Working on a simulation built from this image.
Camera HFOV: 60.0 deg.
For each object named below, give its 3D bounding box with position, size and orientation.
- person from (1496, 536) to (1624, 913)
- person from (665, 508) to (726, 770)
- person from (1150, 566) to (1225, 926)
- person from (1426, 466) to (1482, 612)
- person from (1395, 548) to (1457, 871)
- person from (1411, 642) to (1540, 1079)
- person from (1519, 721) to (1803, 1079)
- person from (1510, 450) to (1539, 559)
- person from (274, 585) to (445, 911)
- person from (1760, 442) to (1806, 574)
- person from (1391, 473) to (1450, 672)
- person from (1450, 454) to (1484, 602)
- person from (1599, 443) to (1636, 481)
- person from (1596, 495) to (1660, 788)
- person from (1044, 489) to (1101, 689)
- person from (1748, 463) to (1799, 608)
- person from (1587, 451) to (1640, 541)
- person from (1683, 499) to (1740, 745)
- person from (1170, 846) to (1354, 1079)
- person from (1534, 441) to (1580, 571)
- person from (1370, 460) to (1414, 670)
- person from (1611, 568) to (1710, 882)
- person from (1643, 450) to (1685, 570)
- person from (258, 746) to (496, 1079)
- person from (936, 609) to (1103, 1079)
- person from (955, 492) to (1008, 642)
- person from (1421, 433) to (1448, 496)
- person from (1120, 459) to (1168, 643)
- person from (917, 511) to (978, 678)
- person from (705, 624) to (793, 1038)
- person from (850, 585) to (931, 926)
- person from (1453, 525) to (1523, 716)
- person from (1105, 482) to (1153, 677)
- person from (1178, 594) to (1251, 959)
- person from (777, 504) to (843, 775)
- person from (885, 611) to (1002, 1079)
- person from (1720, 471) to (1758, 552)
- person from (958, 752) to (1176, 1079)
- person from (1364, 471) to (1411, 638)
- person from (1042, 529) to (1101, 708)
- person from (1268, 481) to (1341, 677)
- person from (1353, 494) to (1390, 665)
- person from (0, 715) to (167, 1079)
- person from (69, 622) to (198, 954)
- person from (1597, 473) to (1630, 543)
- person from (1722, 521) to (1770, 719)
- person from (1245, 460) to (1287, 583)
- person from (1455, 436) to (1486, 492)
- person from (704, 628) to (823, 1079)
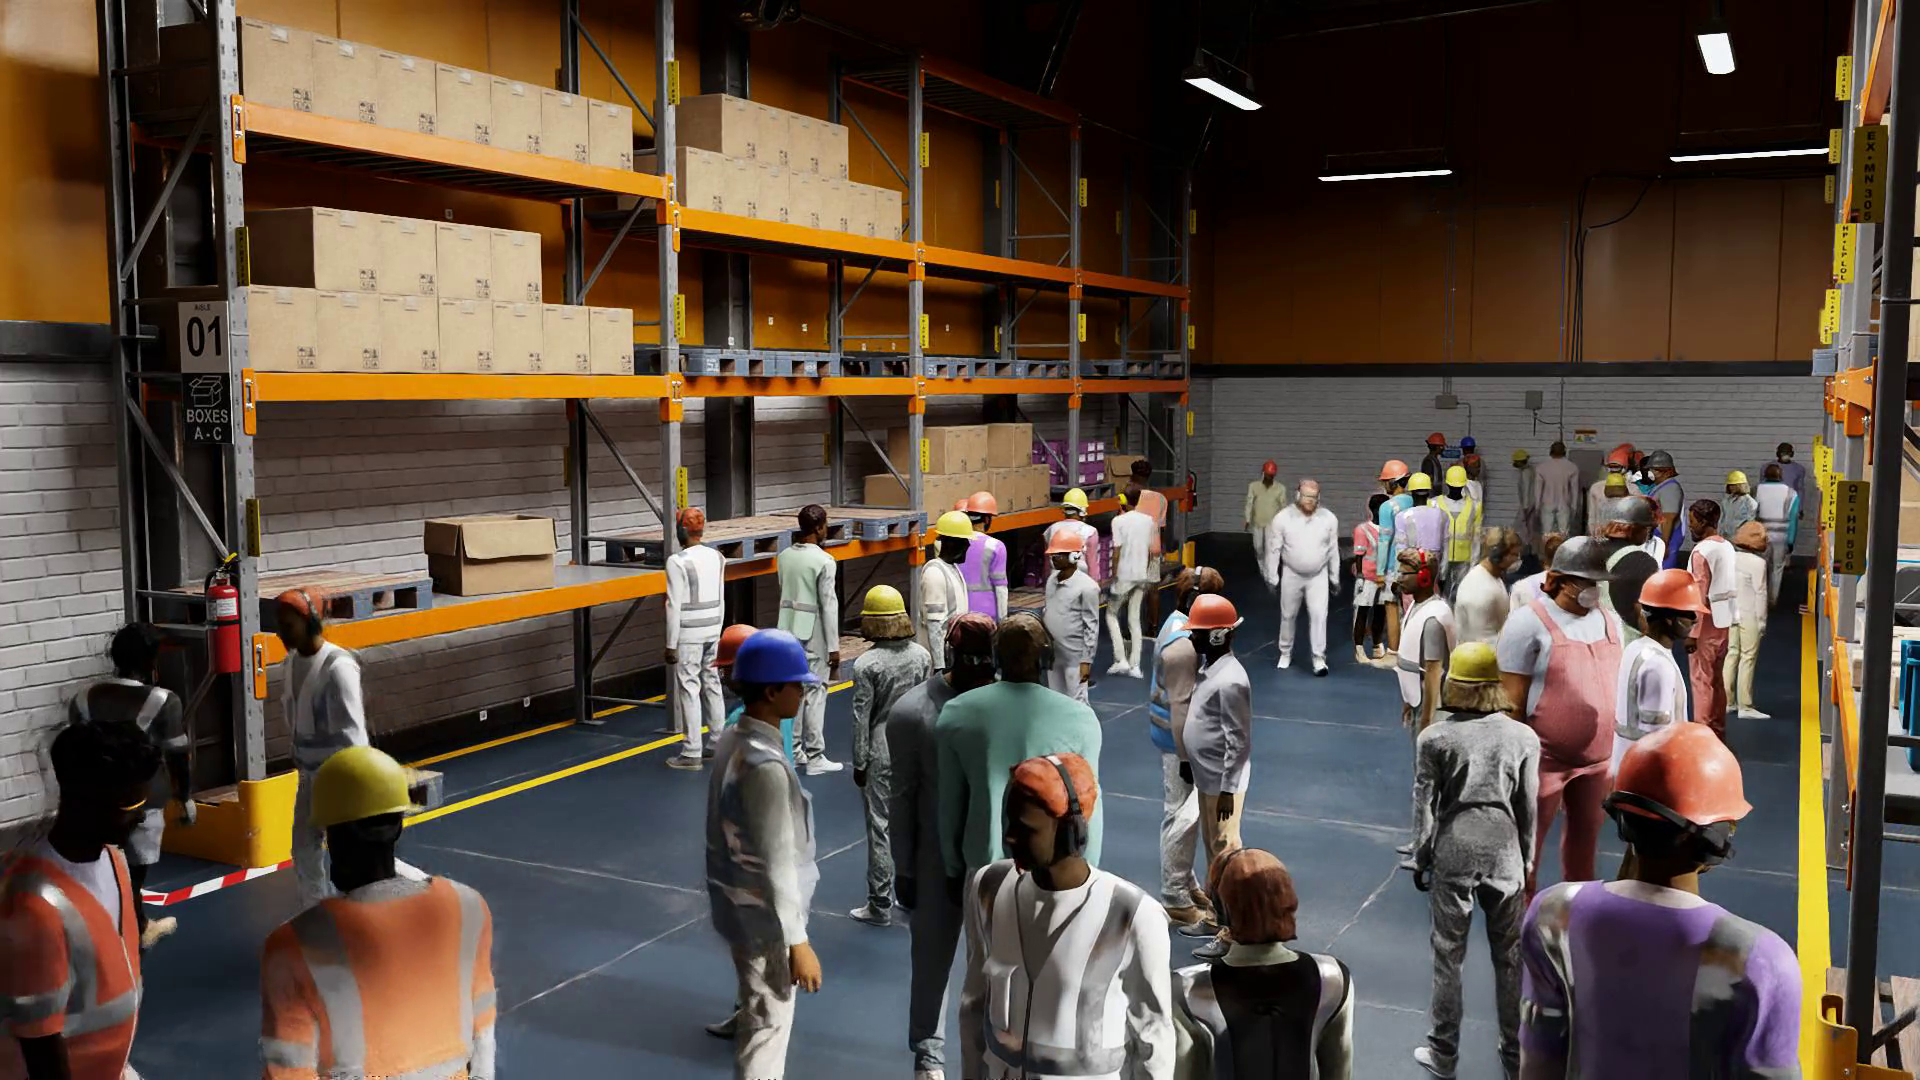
[{"bbox_3d":[3.012,0.974,8.193,0.686,2.000,0.535,-2,6,-16],"label":"person"},{"bbox_3d":[-1.903,0.705,11.984,0.350,1.876,0.575,3,6,30],"label":"person"},{"bbox_3d":[1.194,1.046,8.550,0.429,1.836,0.631,1,5,13],"label":"person"},{"bbox_3d":[5.157,0.178,17.405,0.586,1.920,0.379,1,5,10],"label":"person"},{"bbox_3d":[2.674,0.960,9.482,0.398,1.836,0.562,1,5,10],"label":"person"},{"bbox_3d":[2.052,1.274,6.656,0.497,1.732,0.384,0,5,4],"label":"person"},{"bbox_3d":[1.501,1.403,3.564,0.382,2.045,0.605,-4,7,-40],"label":"person"},{"bbox_3d":[8.902,-0.553,26.252,0.536,1.733,0.552,2,6,18],"label":"person"},{"bbox_3d":[-2.879,1.104,7.901,0.587,1.850,0.768,4,7,39],"label":"person"},{"bbox_3d":[11.936,-0.459,24.168,0.635,1.936,0.353,0,5,5],"label":"person"},{"bbox_3d":[4.367,0.321,15.835,0.594,1.923,0.372,-2,6,-19],"label":"person"},{"bbox_3d":[6.421,-0.140,21.017,0.584,1.882,0.337,-5,7,-41],"label":"person"},{"bbox_3d":[9.076,-0.367,23.045,0.475,1.963,0.653,-2,6,-22],"label":"person"},{"bbox_3d":[4.479,0.695,11.200,0.552,2.000,0.702,-2,6,-25],"label":"person"},{"bbox_3d":[1.028,0.449,15.057,0.590,1.823,0.407,5,7,42],"label":"person"},{"bbox_3d":[9.869,-0.034,20.292,0.630,1.812,0.759,2,6,23],"label":"person"},{"bbox_3d":[7.679,-0.048,19.512,0.410,1.986,0.619,-5,7,-44],"label":"person"},{"bbox_3d":[5.588,0.650,12.418,0.410,1.908,0.598,5,7,42],"label":"person"},{"bbox_3d":[0.718,1.557,4.060,0.511,1.640,0.309,-1,5,-13],"label":"person"},{"bbox_3d":[8.813,-0.498,24.574,0.635,1.937,0.352,2,6,19],"label":"person"},{"bbox_3d":[4.225,0.242,16.127,0.606,2.035,0.403,-4,7,-38],"label":"person"},{"bbox_3d":[3.177,1.087,7.577,0.387,1.929,0.546,1,5,14],"label":"person"},{"bbox_3d":[7.868,-0.005,18.735,0.535,2.000,0.683,2,6,17],"label":"person"},{"bbox_3d":[-1.371,1.441,3.912,0.498,1.899,0.652,4,7,36],"label":"person"},{"bbox_3d":[0.219,1.221,6.150,0.629,1.931,0.377,2,6,17],"label":"person"},{"bbox_3d":[0.138,0.582,13.063,0.549,1.924,0.387,3,6,28],"label":"person"},{"bbox_3d":[7.241,-0.623,25.436,0.407,2.035,0.610,3,6,26],"label":"person"},{"bbox_3d":[1.934,0.123,17.745,0.603,1.966,0.368,-4,7,-35],"label":"person"},{"bbox_3d":[-0.081,0.760,11.178,0.398,1.913,0.598,1,5,14],"label":"person"},{"bbox_3d":[-0.900,1.227,7.090,0.352,1.738,0.573,1,5,13],"label":"person"},{"bbox_3d":[-0.370,1.096,8.530,0.483,1.737,0.320,-4,7,-40],"label":"person"},{"bbox_3d":[3.229,0.856,10.169,0.645,1.905,0.650,3,6,25],"label":"person"},{"bbox_3d":[1.570,0.376,15.686,0.561,1.843,0.460,-3,6,-31],"label":"person"},{"bbox_3d":[1.222,1.130,8.045,0.343,1.749,0.573,0,5,-3],"label":"person"},{"bbox_3d":[-1.081,0.703,11.806,0.397,1.913,0.587,-5,7,-43],"label":"person"},{"bbox_3d":[0.039,1.215,6.389,0.636,1.899,0.402,-2,6,-17],"label":"person"},{"bbox_3d":[9.271,0.041,19.879,0.323,1.737,0.486,-2,6,-23],"label":"person"},{"bbox_3d":[0.242,1.437,4.046,0.588,1.883,0.337,4,7,37],"label":"person"},{"bbox_3d":[4.670,0.143,18.093,1.004,1.879,0.647,-3,6,-28],"label":"person"},{"bbox_3d":[0.739,0.793,11.657,0.327,1.753,0.562,-4,6,-34],"label":"person"},{"bbox_3d":[3.274,0.370,15.767,0.694,1.840,1.046,1,5,7],"label":"person"},{"bbox_3d":[4.101,0.383,16.405,0.531,1.692,0.320,-3,6,-29],"label":"person"},{"bbox_3d":[-2.273,1.391,4.293,0.541,1.929,0.648,-1,5,-6],"label":"person"},{"bbox_3d":[-3.852,1.205,7.755,0.597,1.641,0.837,0,5,5],"label":"person"},{"bbox_3d":[7.615,0.092,19.333,0.486,1.738,0.321,-1,5,-12],"label":"person"},{"bbox_3d":[6.515,0.658,13.763,0.268,1.630,0.507,-1,5,-6],"label":"person"},{"bbox_3d":[4.294,-0.276,23.337,0.565,1.721,0.734,1,5,15],"label":"person"},{"bbox_3d":[8.162,-0.692,26.719,0.616,1.936,0.431,-3,6,-29],"label":"person"},{"bbox_3d":[-0.652,1.263,5.617,0.406,1.943,0.620,-1,5,-15],"label":"person"}]
